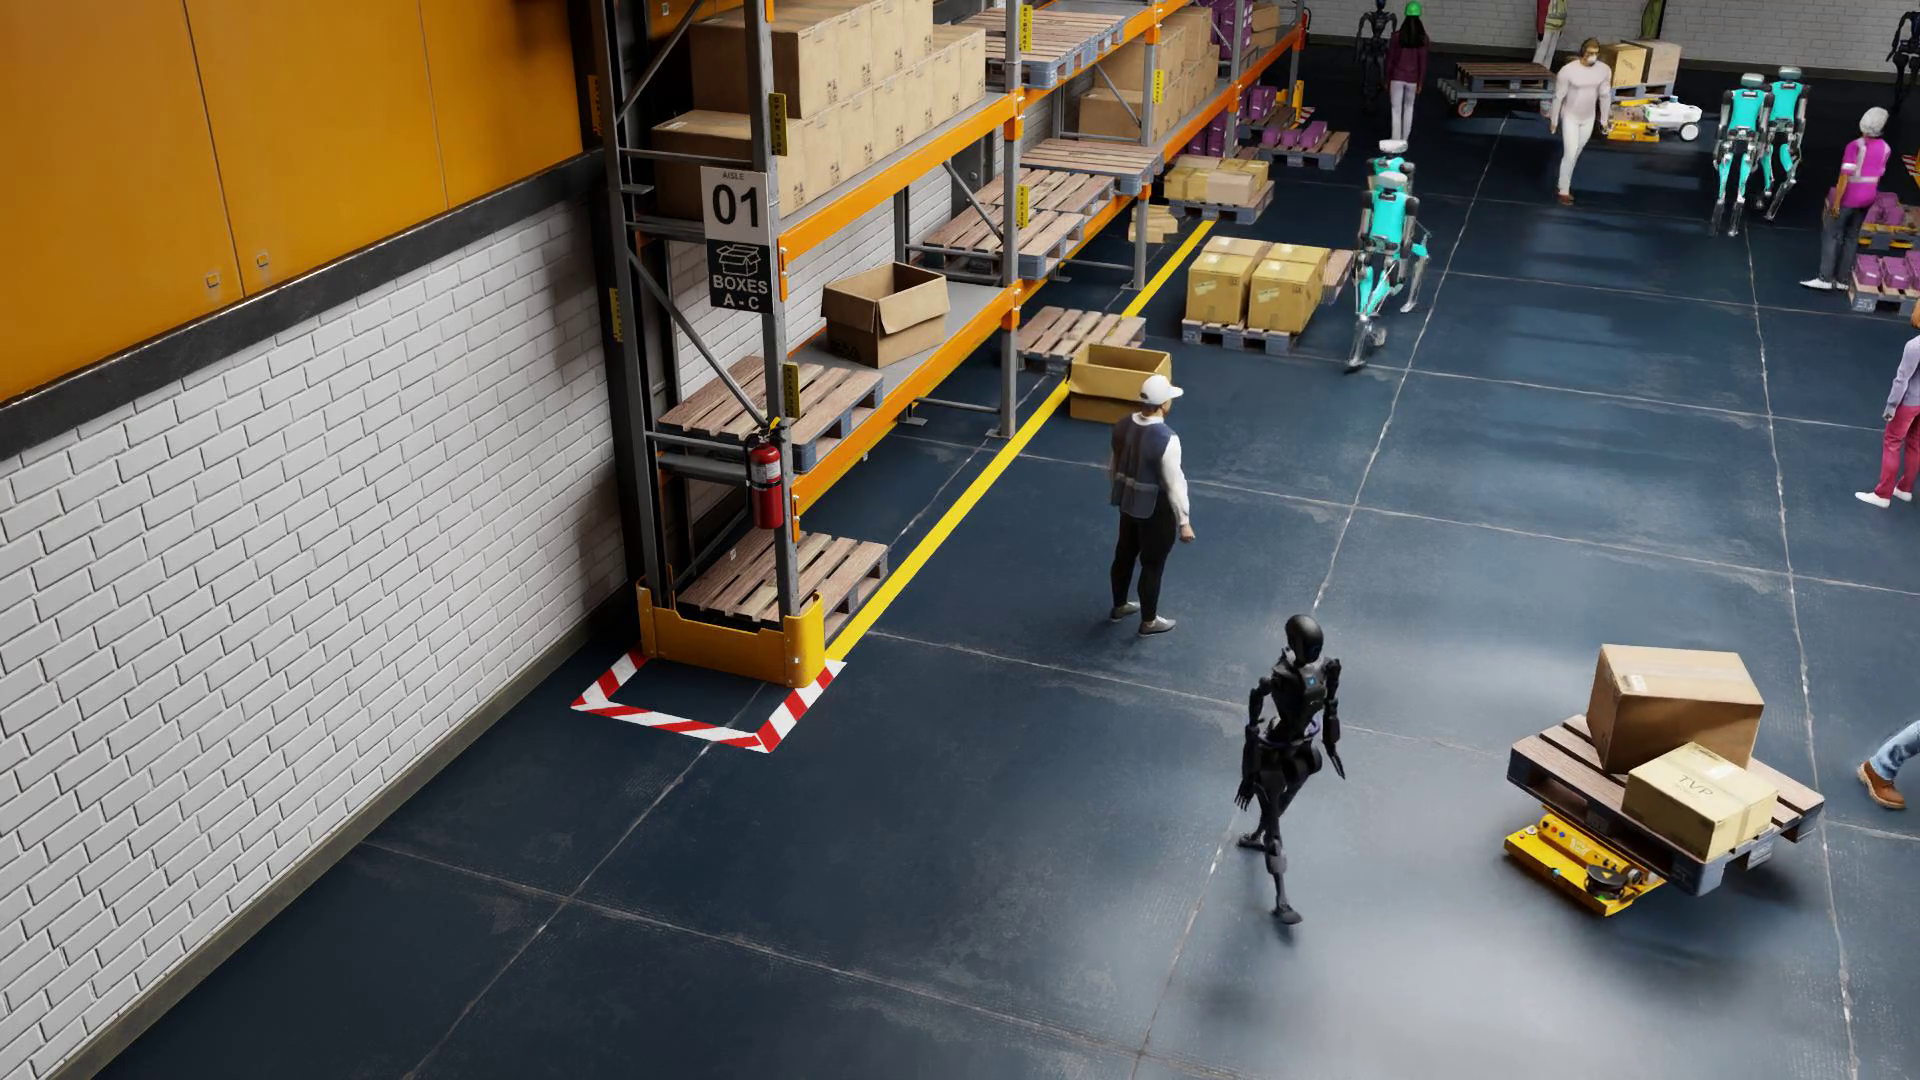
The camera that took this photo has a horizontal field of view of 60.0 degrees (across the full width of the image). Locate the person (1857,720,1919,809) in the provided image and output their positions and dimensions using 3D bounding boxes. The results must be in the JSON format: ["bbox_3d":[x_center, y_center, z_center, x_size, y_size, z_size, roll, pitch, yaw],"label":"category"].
[{"bbox_3d":[5.428,0.628,8.722,0.957,1.943,0.662,20,34,34],"label":"person"}]

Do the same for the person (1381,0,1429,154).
[{"bbox_3d":[5.749,-6.013,21.607,0.508,1.925,0.775,2,27,4],"label":"person"}]

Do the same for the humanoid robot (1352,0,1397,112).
[{"bbox_3d":[5.904,-6.938,23.672,0.609,1.642,0.341,1,27,2],"label":"humanoid robot"}]

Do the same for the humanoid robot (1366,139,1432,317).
[{"bbox_3d":[4.242,-2.984,15.958,0.914,1.777,0.578,-19,33,-32],"label":"humanoid robot"}]

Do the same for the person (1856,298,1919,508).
[{"bbox_3d":[6.997,-1.015,12.240,0.503,1.628,0.280,-14,30,-25],"label":"person"}]

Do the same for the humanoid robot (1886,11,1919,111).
[{"bbox_3d":[13.509,-6.937,23.687,0.600,1.643,0.544,23,35,37],"label":"humanoid robot"}]

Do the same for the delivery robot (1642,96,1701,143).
[{"bbox_3d":[9.628,-5.682,22.470,0.775,0.604,0.525,5,28,9],"label":"delivery robot"}]

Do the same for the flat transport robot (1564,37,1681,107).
[{"bbox_3d":[9.482,-6.418,24.200,0.659,0.231,1.431,-10,29,-19],"label":"flat transport robot"}]

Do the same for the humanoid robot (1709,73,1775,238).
[{"bbox_3d":[8.506,-4.135,18.205,0.531,1.807,0.719,10,29,18],"label":"humanoid robot"}]

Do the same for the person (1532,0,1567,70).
[{"bbox_3d":[8.816,-7.640,24.866,0.635,1.836,0.430,-24,35,-38],"label":"person"}]

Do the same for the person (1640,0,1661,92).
[{"bbox_3d":[10.284,-7.545,24.894,0.271,1.631,0.508,5,28,9],"label":"person"}]

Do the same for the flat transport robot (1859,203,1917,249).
[{"bbox_3d":[10.297,-3.572,18.679,0.659,0.231,1.431,10,29,19],"label":"flat transport robot"}]

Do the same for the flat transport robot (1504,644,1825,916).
[{"bbox_3d":[3.637,1.509,8.823,1.431,0.231,0.659,-16,31,-28],"label":"flat transport robot"}]

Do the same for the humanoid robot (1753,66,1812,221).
[{"bbox_3d":[9.198,-4.380,18.653,0.536,1.718,1.033,4,28,9],"label":"humanoid robot"}]

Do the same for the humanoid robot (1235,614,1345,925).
[{"bbox_3d":[1.642,1.069,8.197,0.600,1.630,0.752,-13,30,-24],"label":"humanoid robot"}]

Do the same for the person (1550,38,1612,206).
[{"bbox_3d":[7.257,-4.856,19.383,0.637,1.911,0.824,-4,28,-8],"label":"person"}]

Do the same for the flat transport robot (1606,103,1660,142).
[{"bbox_3d":[9.225,-5.746,22.896,0.659,0.231,1.431,8,28,14],"label":"flat transport robot"}]

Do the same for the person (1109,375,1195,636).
[{"bbox_3d":[1.193,-0.213,10.542,0.446,1.752,0.741,-20,33,-33],"label":"person"}]

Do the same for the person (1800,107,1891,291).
[{"bbox_3d":[8.922,-3.407,16.671,0.614,1.817,0.416,-7,28,-13],"label":"person"}]

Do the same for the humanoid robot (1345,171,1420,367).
[{"bbox_3d":[3.626,-2.345,14.690,0.540,1.717,1.012,21,34,34],"label":"humanoid robot"}]
